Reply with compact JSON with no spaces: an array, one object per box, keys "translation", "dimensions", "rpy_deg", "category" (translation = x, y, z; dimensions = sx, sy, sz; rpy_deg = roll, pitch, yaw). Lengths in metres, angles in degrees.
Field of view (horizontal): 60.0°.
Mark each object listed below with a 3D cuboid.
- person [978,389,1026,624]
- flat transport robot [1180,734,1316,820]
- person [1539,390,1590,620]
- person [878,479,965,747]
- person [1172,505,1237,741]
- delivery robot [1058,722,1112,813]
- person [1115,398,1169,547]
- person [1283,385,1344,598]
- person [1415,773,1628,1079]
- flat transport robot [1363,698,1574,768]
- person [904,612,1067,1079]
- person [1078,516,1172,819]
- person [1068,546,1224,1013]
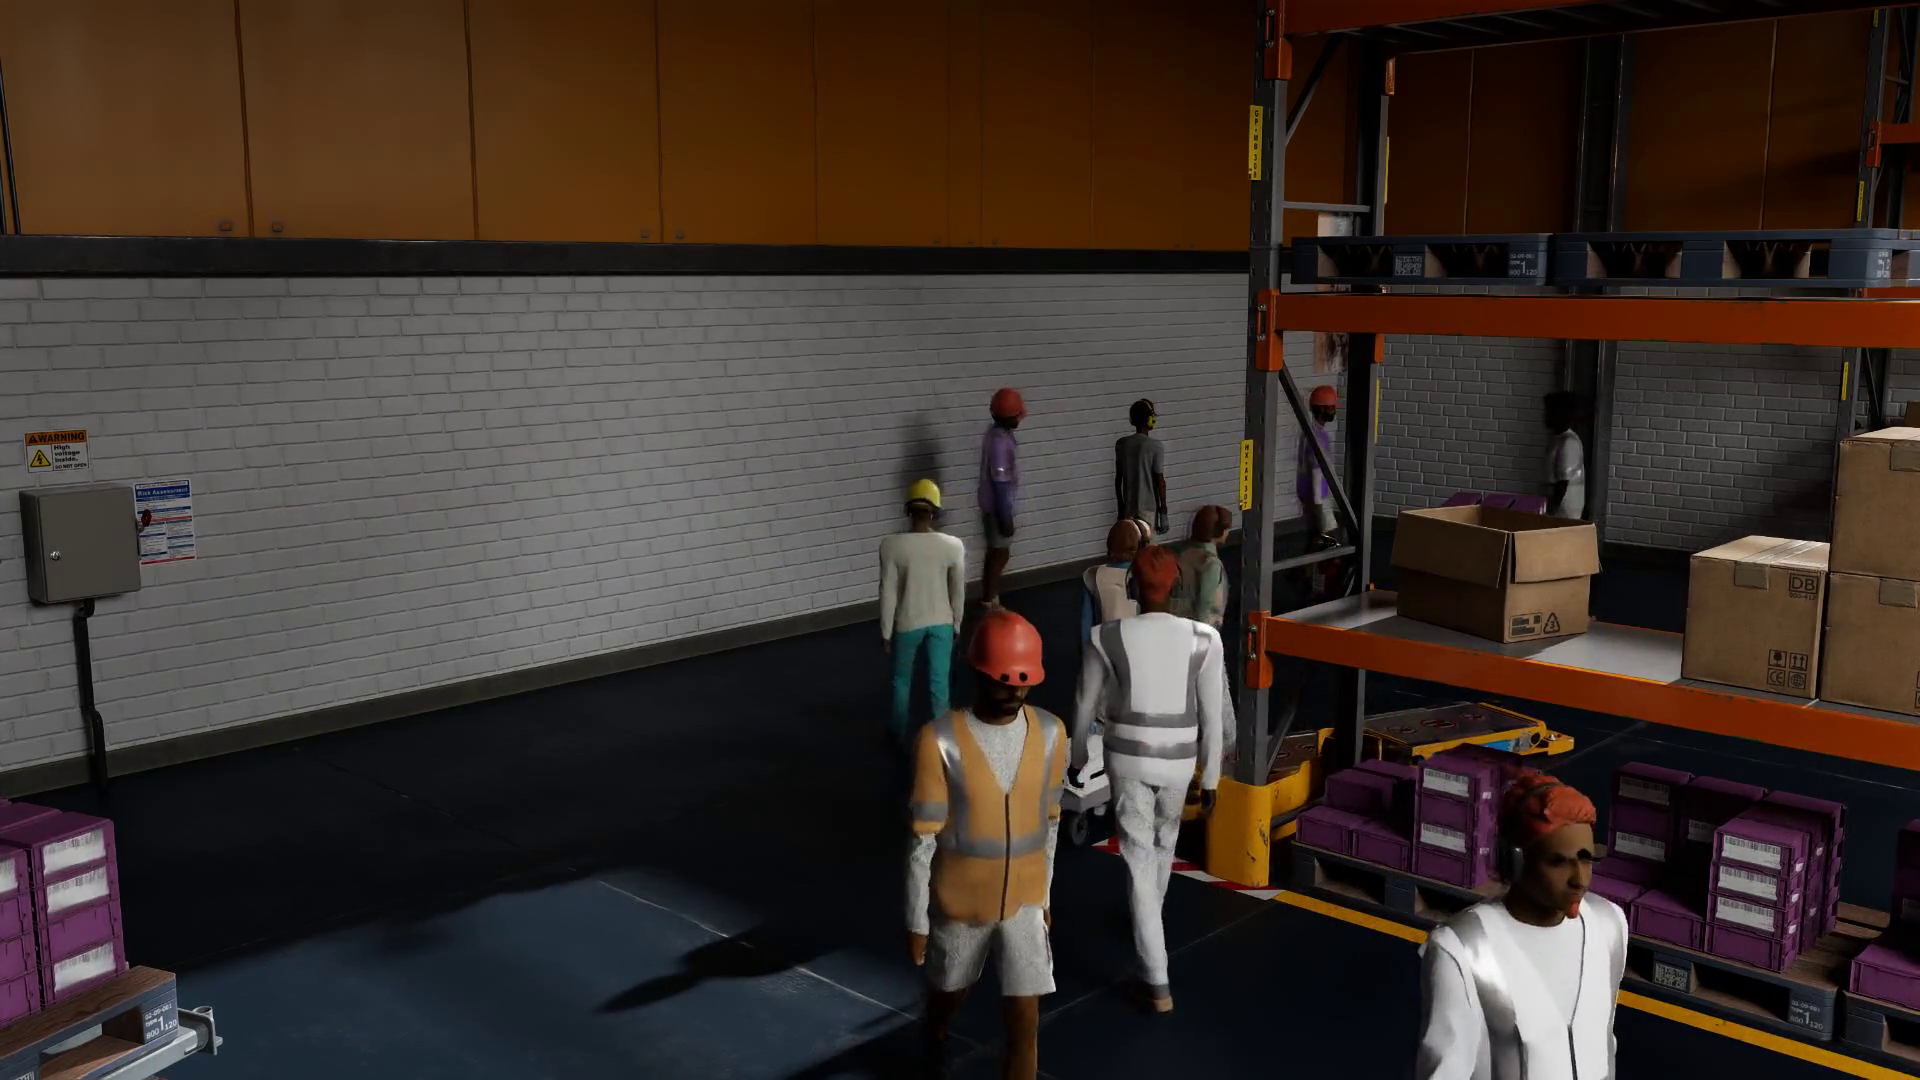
[{"translation":[0.352,-0.276,13.800],"dimensions":[0.395,1.992,0.758],"rpy_deg":[0,9,3],"category":"person"},{"translation":[1.687,1.301,9.346],"dimensions":[1.431,0.197,0.652],"rpy_deg":[-4,10,-23],"category":"flat transport robot"},{"translation":[4.926,-0.290,14.013],"dimensions":[0.905,1.927,0.652],"rpy_deg":[2,9,11],"category":"person"},{"translation":[-0.234,0.493,9.887],"dimensions":[0.529,1.709,0.934],"rpy_deg":[-2,9,-10],"category":"person"},{"translation":[1.368,0.590,9.693],"dimensions":[0.797,1.585,0.512],"rpy_deg":[-3,10,-17],"category":"person"},{"translation":[0.668,1.203,8.794],"dimensions":[0.477,0.478,0.707],"rpy_deg":[7,12,38],"category":"delivery robot"},{"translation":[1.533,-0.247,13.934],"dimensions":[0.510,1.877,0.328],"rpy_deg":[8,12,39],"category":"person"},{"translation":[3.180,-0.408,14.771],"dimensions":[0.412,1.924,0.576],"rpy_deg":[1,9,4],"category":"person"},{"translation":[1.245,1.418,3.834],"dimensions":[0.589,1.848,0.955],"rpy_deg":[-4,10,-21],"category":"person"},{"translation":[2.941,1.188,10.038],"dimensions":[1.431,0.197,0.652],"rpy_deg":[-5,10,-27],"category":"flat transport robot"},{"translation":[0.065,1.129,5.480],"dimensions":[0.559,1.893,0.993],"rpy_deg":[-3,10,-18],"category":"person"},{"translation":[0.881,0.695,8.883],"dimensions":[0.523,1.638,0.310],"rpy_deg":[4,10,25],"category":"person"},{"translation":[0.769,0.930,6.892],"dimensions":[0.596,1.822,1.035],"rpy_deg":[-1,9,-3],"category":"person"}]
